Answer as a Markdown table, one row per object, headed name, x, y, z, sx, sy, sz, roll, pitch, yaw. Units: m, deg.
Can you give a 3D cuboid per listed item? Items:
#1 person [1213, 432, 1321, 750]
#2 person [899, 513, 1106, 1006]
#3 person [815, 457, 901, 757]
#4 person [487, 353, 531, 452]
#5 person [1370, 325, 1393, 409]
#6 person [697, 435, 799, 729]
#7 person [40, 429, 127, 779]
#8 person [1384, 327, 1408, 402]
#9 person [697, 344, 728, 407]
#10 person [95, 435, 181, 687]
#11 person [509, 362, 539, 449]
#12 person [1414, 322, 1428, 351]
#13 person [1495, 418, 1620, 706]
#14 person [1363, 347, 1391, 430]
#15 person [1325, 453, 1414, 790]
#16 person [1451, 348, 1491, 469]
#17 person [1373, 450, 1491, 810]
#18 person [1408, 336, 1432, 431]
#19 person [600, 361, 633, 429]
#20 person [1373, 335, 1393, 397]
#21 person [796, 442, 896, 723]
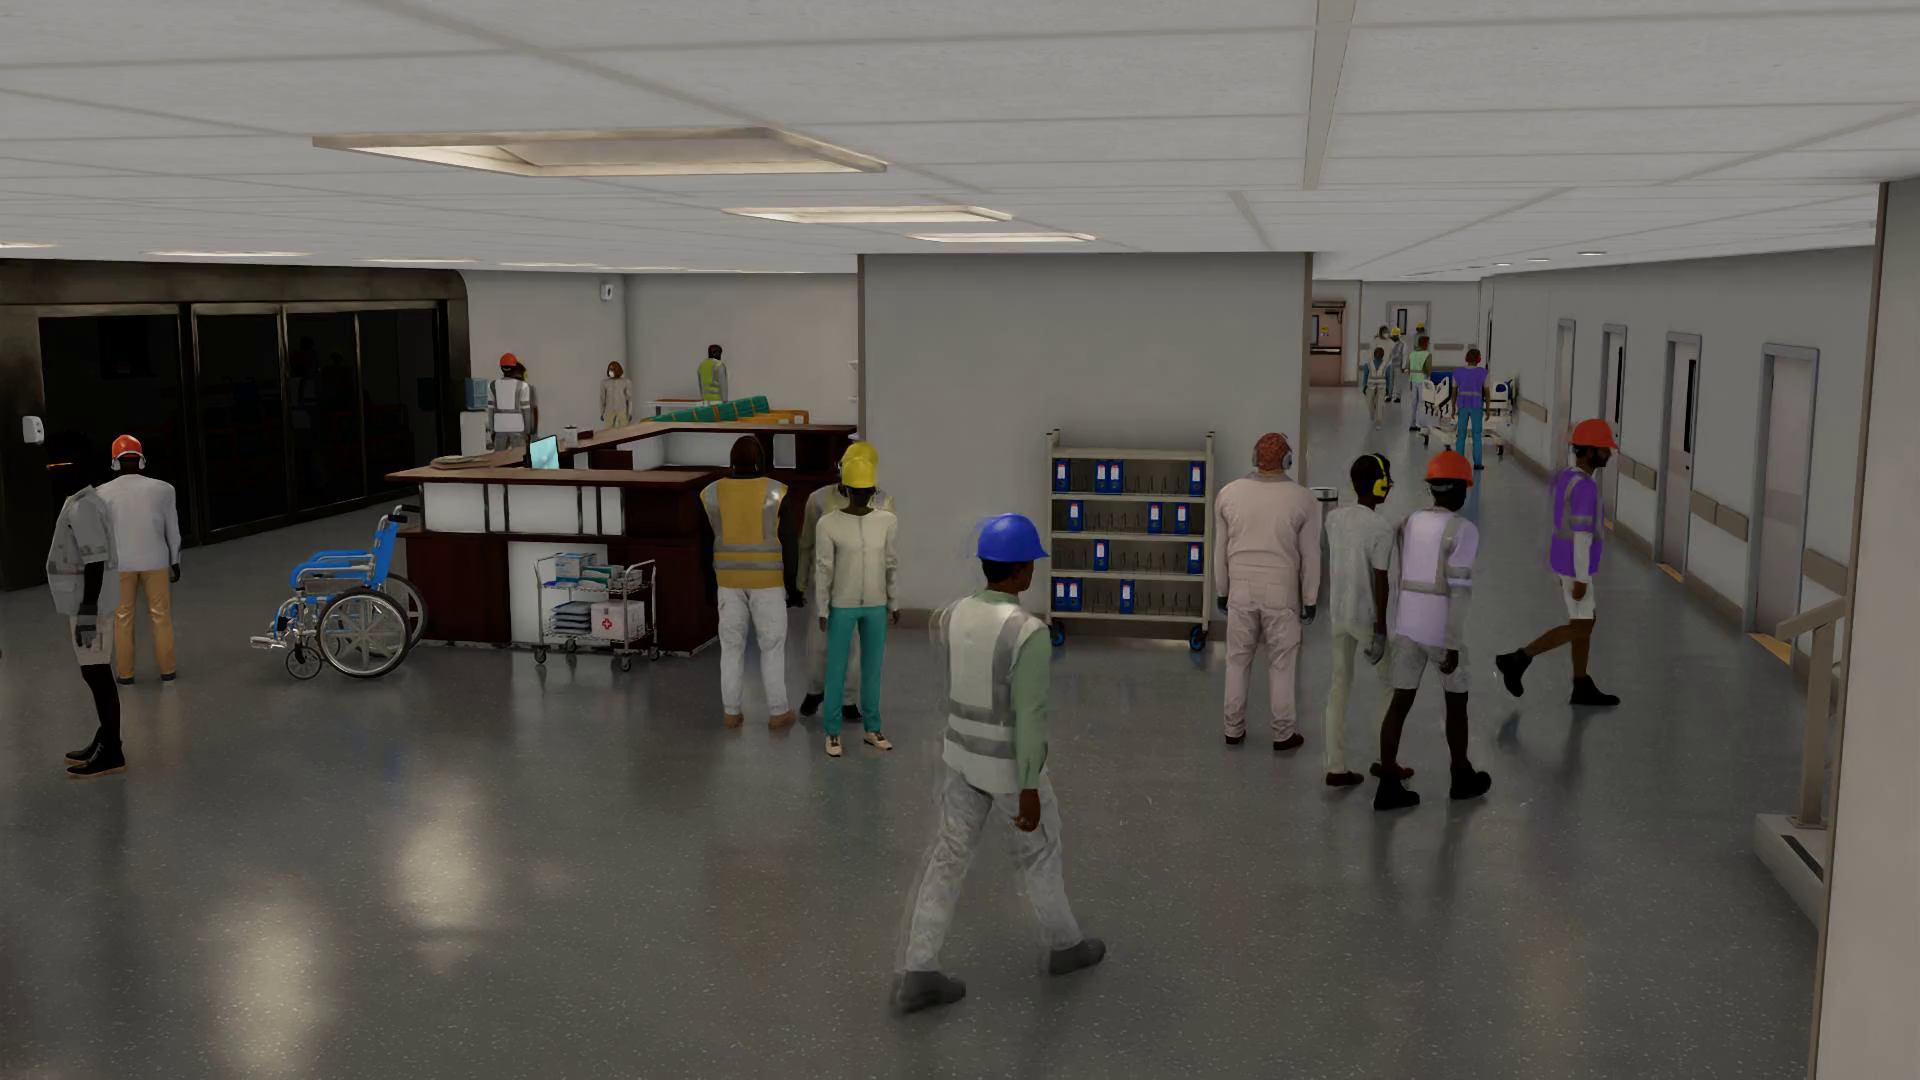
| name | x | y | z | sx | sy | sz | roll | pitch | yaw |
| --- | --- | --- | --- | --- | --- | --- | --- | --- | --- |
| person | 1.836 | 0.303 | 9.952 | 0.649 | 1.899 | 0.398 | 4 | 9 | 25 |
| person | 0.144 | 0.836 | 6.428 | 0.984 | 1.900 | 0.623 | -7 | 11 | -41 |
| person | -0.592 | 0.390 | 9.801 | 0.529 | 1.767 | 0.329 | -4 | 9 | -24 |
| person | -5.792 | -1.442 | 21.433 | 0.546 | 1.928 | 0.388 | 0 | 9 | 2 |
| person | 9.682 | -3.974 | 38.265 | 0.633 | 1.926 | 0.495 | -4 | 9 | -23 |
| person | -1.301 | 0.267 | 10.373 | 0.619 | 1.845 | 0.430 | 1 | 9 | 7 |
| person | -4.931 | 0.354 | 9.378 | 0.361 | 1.964 | 0.616 | -4 | 10 | -27 |
| person | 10.568 | -4.252 | 40.431 | 0.403 | 1.824 | 0.591 | -8 | 12 | -43 |
| person | -4.051 | -2.321 | 27.565 | 0.619 | 1.838 | 0.430 | 7 | 11 | 40 |
| person | -5.701 | 0.142 | 11.522 | 0.564 | 1.743 | 0.351 | -4 | 10 | -27 |
| person | -5.705 | -1.412 | 21.625 | 0.539 | 1.819 | 0.962 | 1 | 9 | 4 |
| person | 14.139 | -5.839 | 51.248 | 0.587 | 1.717 | 0.500 | -7 | 11 | -38 |
| person | 3.952 | 0.156 | 10.875 | 0.729 | 1.914 | 0.546 | 1 | 9 | 9 |
| person | 8.179 | -2.979 | 32.617 | 0.529 | 1.620 | 0.571 | 3 | 9 | 21 |
| person | 2.263 | 0.444 | 9.168 | 0.673 | 1.852 | 0.508 | -7 | 11 | -37 |
| person | 7.778 | -1.992 | 25.345 | 0.570 | 1.843 | 0.373 | 4 | 10 | 26 |
| person | 2.538 | 0.473 | 8.845 | 0.884 | 1.880 | 0.555 | -6 | 10 | -35 |
| person | 8.904 | -3.021 | 32.171 | 0.379 | 1.844 | 0.570 | -5 | 10 | -28 |
| person | -5.354 | -1.970 | 25.902 | 0.507 | 1.631 | 0.281 | 0 | 9 | 0 |
| person | 10.640 | -4.367 | 41.890 | 0.644 | 1.605 | 0.397 | -5 | 10 | -31 |
| person | -0.714 | 0.270 | 10.510 | 0.634 | 1.800 | 0.481 | -1 | 9 | -4 |
